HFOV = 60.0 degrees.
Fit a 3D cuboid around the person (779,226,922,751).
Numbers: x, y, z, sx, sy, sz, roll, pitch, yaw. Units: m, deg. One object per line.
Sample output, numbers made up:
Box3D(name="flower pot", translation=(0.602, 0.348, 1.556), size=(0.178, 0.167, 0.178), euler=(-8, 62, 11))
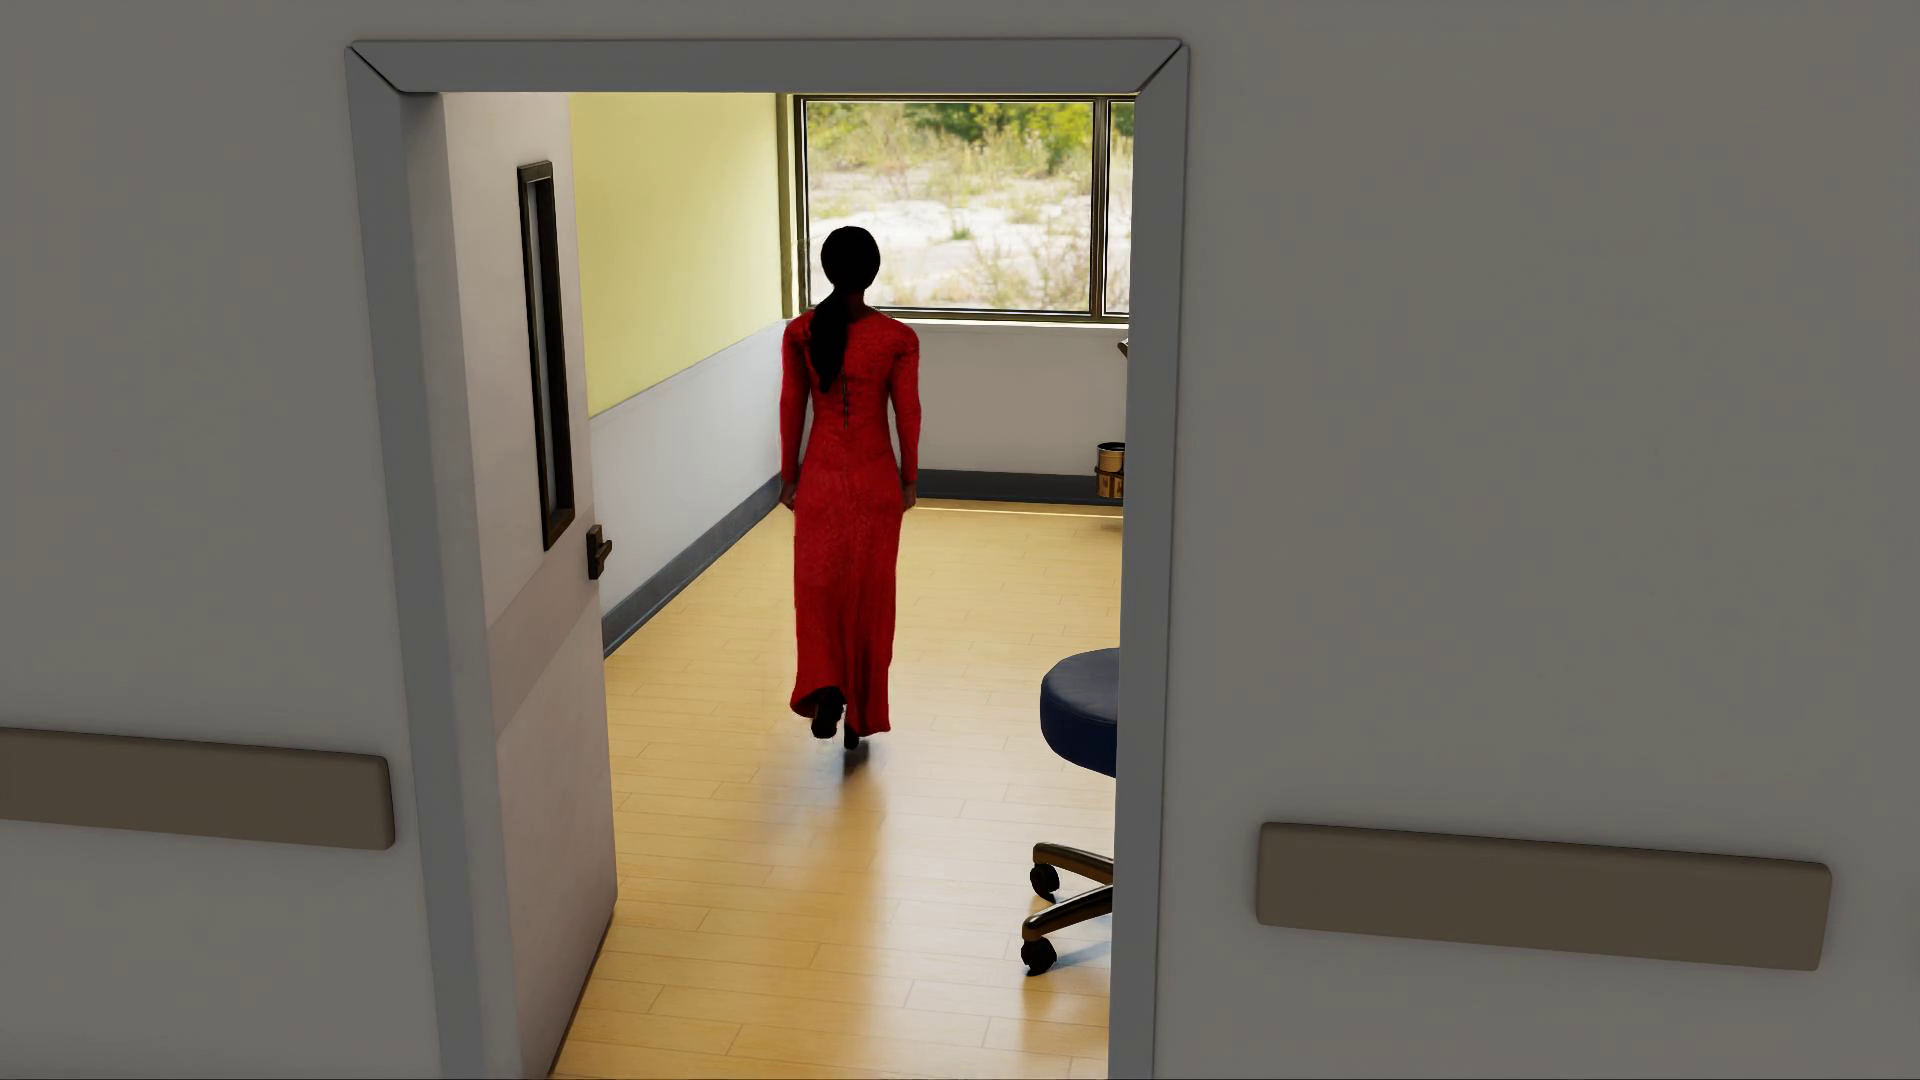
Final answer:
Box3D(name="person", translation=(-0.382, -0.119, 5.455), size=(0.700, 1.777, 0.737), euler=(0, 16, 2))
